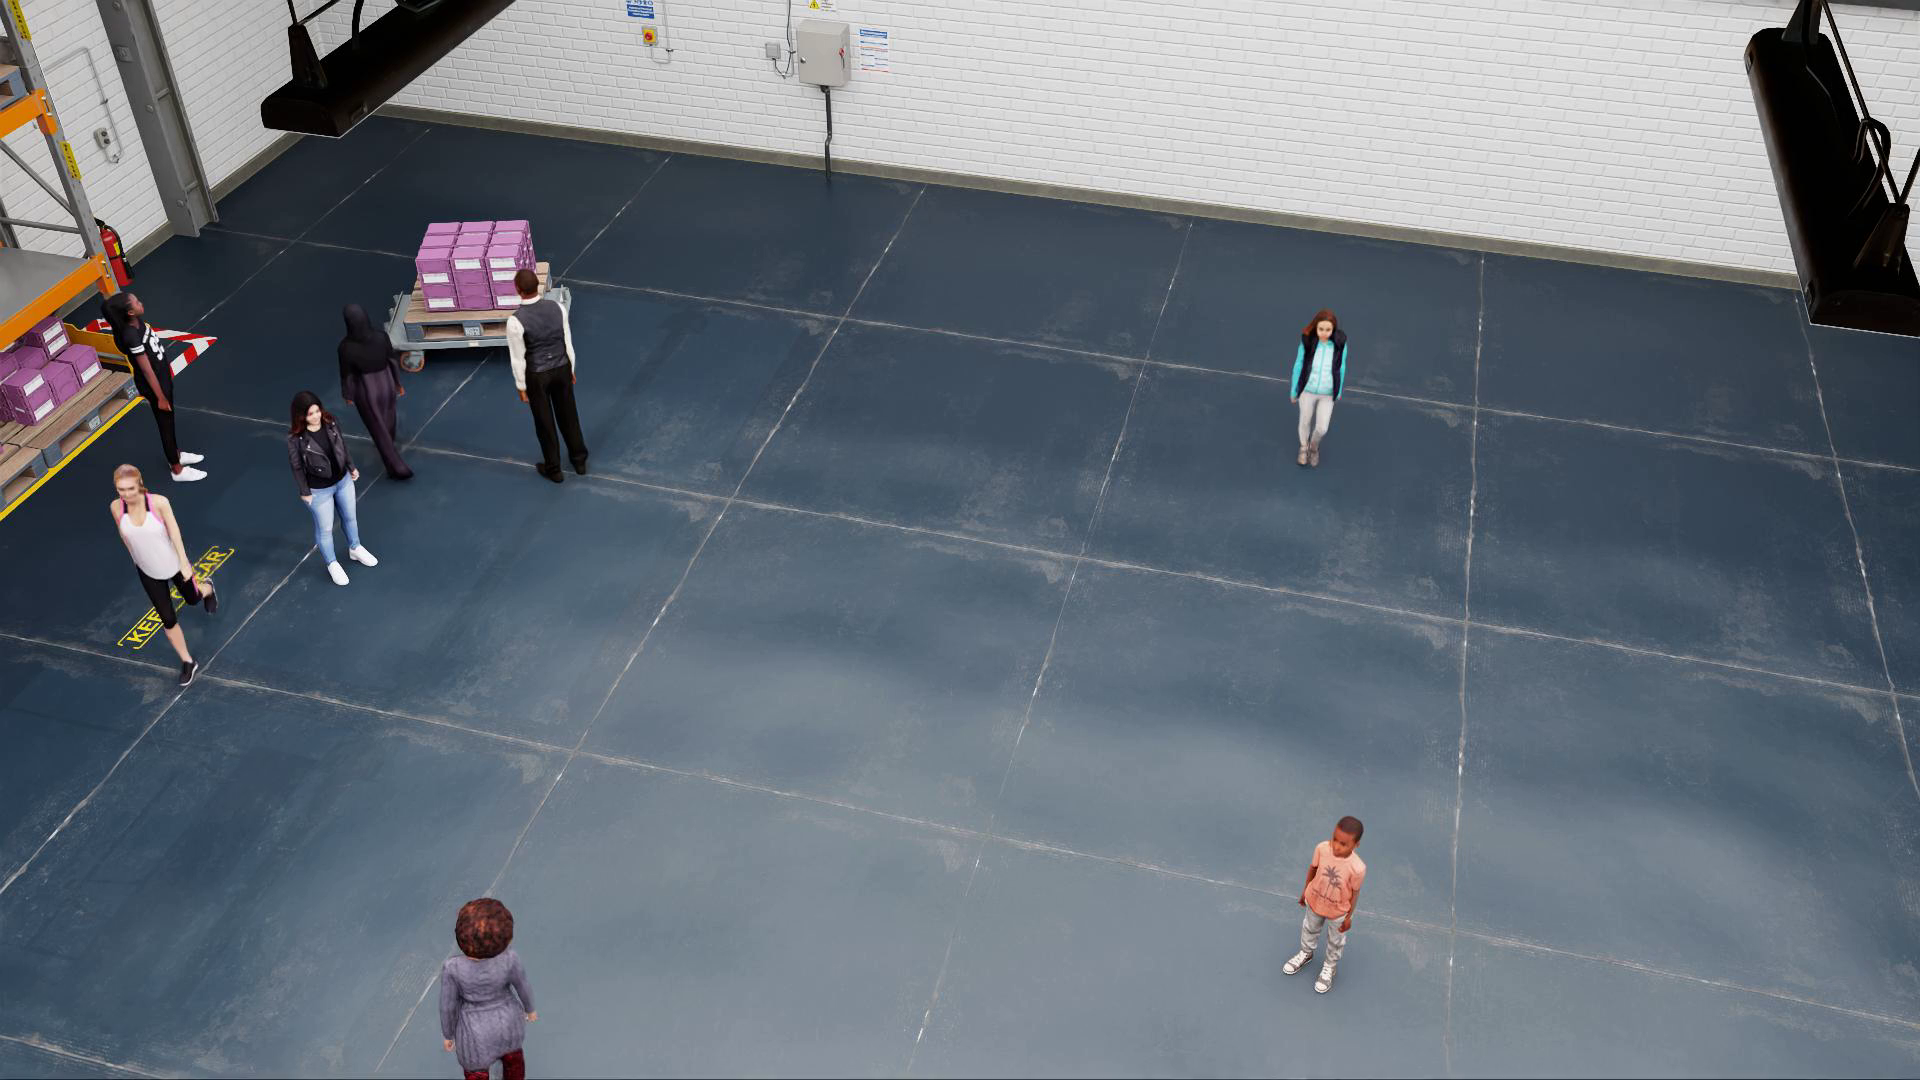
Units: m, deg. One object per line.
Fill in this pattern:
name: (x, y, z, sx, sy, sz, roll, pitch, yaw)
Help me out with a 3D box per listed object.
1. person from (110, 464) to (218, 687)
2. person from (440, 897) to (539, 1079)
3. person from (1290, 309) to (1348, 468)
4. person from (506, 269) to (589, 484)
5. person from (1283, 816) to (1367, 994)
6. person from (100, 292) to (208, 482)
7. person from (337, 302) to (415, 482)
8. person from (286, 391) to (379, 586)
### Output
person: (-5.619, 0.133, 11.833, 0.858, 1.756, 1.191, -4, 39, -4)
person: (-2.490, 2.608, 8.791, 0.861, 1.685, 0.933, -21, 43, -24)
person: (2.971, -1.297, 13.839, 0.605, 1.487, 0.634, 5, 39, 6)
person: (-3.356, -1.337, 13.545, 0.753, 1.916, 0.830, -23, 44, -26)
person: (2.169, 2.101, 9.728, 0.555, 1.308, 0.587, 27, 46, 30)
person: (-6.586, -1.270, 13.614, 0.776, 1.726, 0.699, -15, 41, -18)
person: (-4.774, -1.200, 13.623, 1.088, 1.606, 1.048, -29, 47, -31)
person: (-4.807, -0.428, 12.630, 0.767, 1.638, 0.624, 25, 45, 28)
